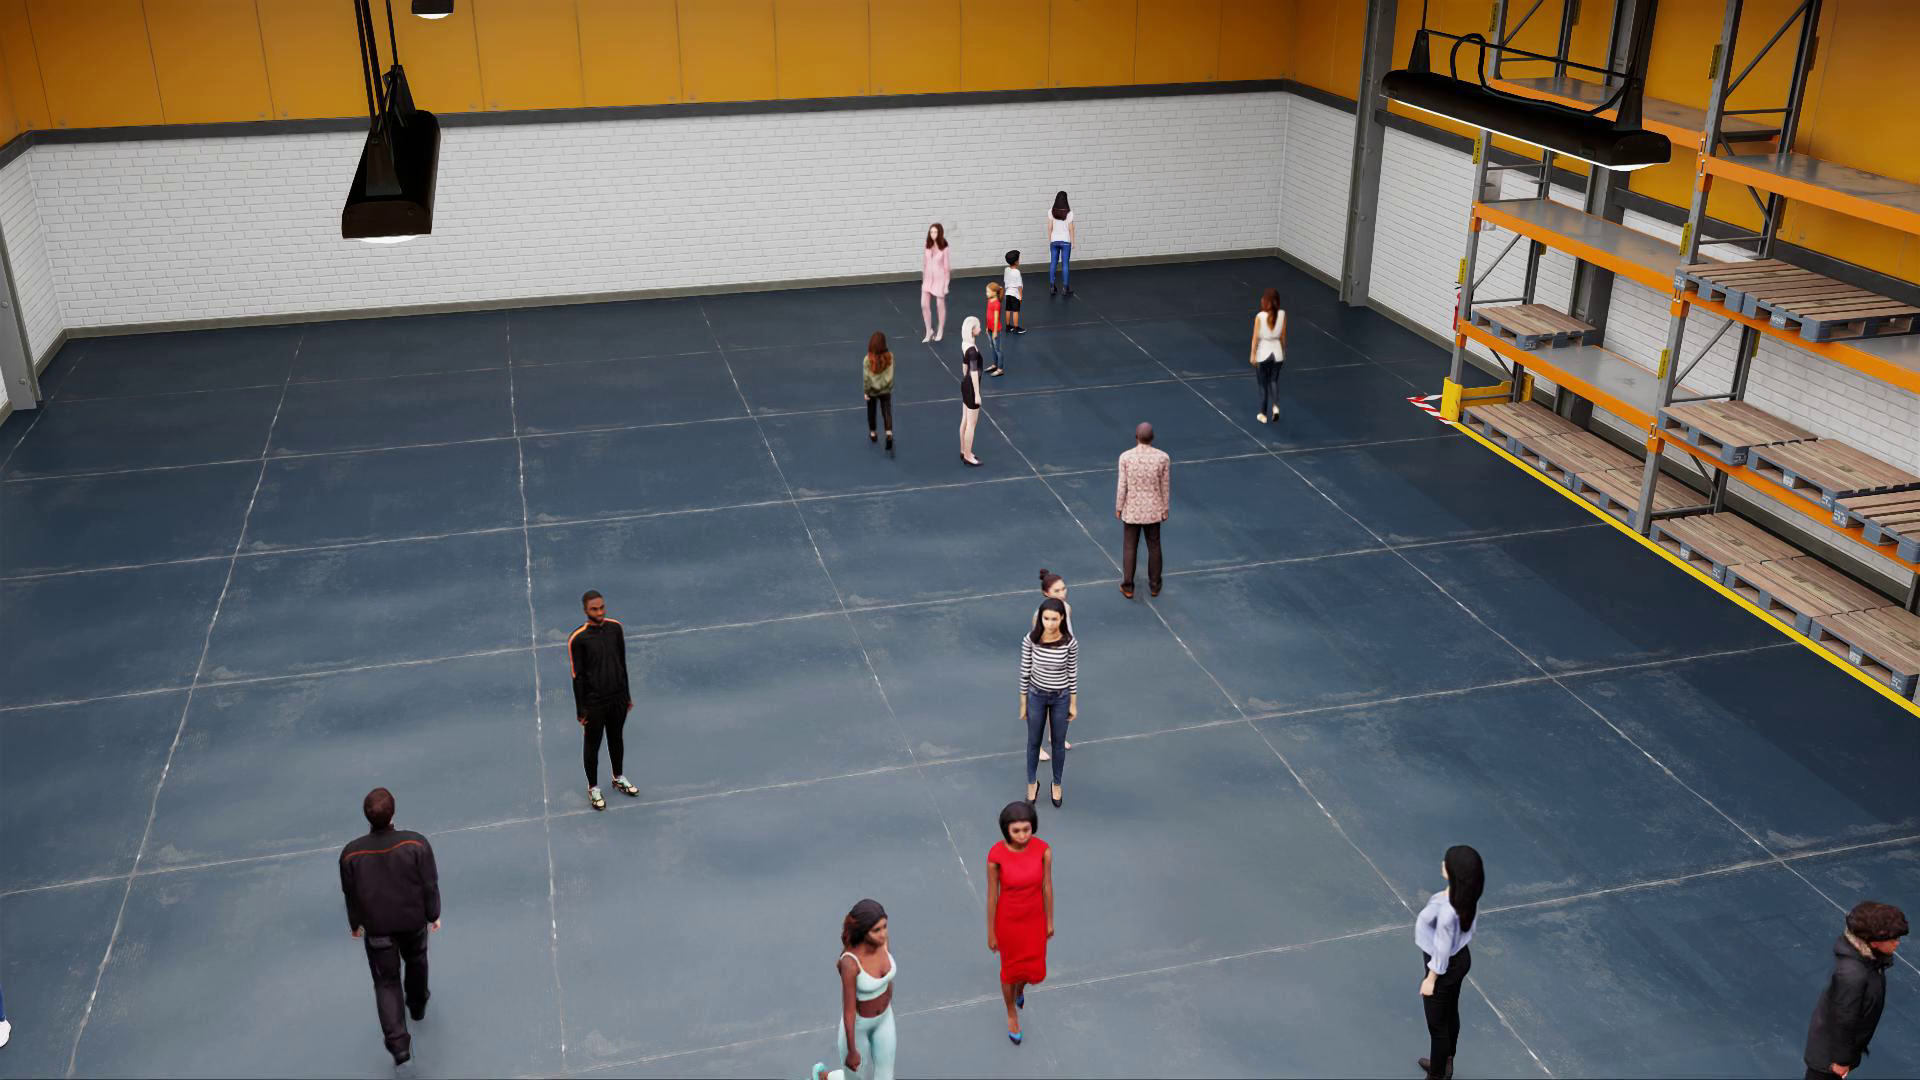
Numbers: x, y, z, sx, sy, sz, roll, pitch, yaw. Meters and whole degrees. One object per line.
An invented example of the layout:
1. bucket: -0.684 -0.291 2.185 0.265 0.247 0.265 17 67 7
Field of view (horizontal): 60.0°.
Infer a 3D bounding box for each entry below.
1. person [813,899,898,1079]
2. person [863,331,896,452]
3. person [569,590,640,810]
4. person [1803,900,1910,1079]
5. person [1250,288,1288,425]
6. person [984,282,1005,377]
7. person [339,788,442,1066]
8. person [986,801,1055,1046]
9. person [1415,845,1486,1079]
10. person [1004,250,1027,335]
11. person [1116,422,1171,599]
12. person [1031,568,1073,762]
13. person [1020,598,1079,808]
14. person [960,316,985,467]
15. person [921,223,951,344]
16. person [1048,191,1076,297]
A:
1. person: -0.588 2.781 9.540 1.056 1.709 0.874 21 31 39
2. person: -0.958 -1.799 20.338 0.566 1.452 0.963 -6 24 -14
3. person: -2.793 1.215 12.999 0.708 1.808 0.690 -19 30 -37
4. person: 4.971 2.802 9.416 0.827 1.770 0.775 16 28 33
5. person: 3.952 -2.288 21.054 0.635 1.774 0.726 -4 24 -9
6. person: 0.491 -2.944 23.138 0.542 1.306 0.434 -9 25 -20
7. person: -3.504 2.402 10.279 0.782 1.812 1.122 -8 25 -18
8. person: 0.355 2.361 10.467 0.597 1.736 0.681 -5 24 -12
9. person: 2.915 2.577 9.962 0.771 1.744 0.727 15 28 31
10. person: 0.800 -3.736 25.005 0.559 1.262 0.636 22 32 40
11. person: 1.806 -0.296 16.456 0.734 1.807 0.678 0 24 -1
12. person: 0.747 1.019 13.701 0.658 1.605 0.687 -20 31 -38
13. person: 0.692 1.261 12.908 0.647 1.796 0.611 2 24 5
14. person: 0.115 -1.775 19.810 0.633 1.832 0.421 -7 25 -15
15. person: -0.306 -3.804 24.512 0.842 1.782 0.901 12 26 25
16. person: 1.629 -4.791 26.892 0.678 1.685 0.723 11 26 24
